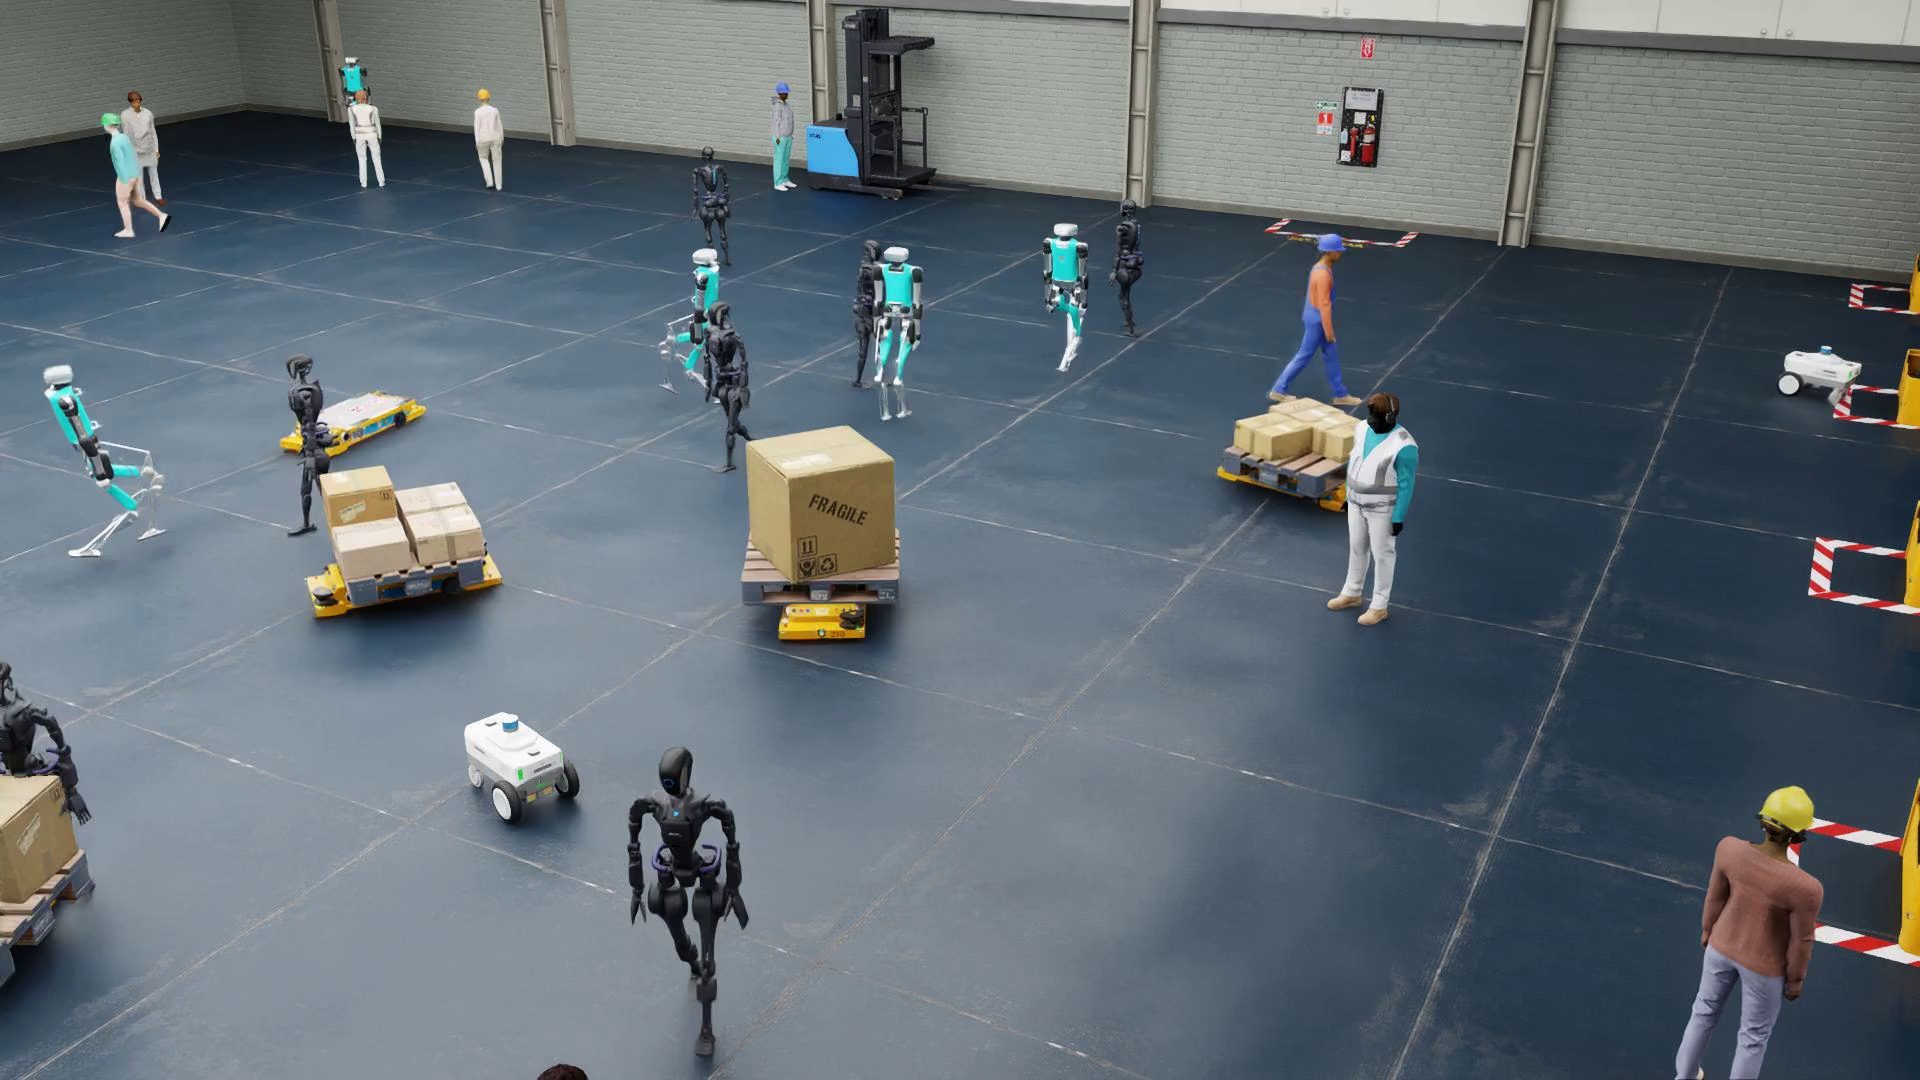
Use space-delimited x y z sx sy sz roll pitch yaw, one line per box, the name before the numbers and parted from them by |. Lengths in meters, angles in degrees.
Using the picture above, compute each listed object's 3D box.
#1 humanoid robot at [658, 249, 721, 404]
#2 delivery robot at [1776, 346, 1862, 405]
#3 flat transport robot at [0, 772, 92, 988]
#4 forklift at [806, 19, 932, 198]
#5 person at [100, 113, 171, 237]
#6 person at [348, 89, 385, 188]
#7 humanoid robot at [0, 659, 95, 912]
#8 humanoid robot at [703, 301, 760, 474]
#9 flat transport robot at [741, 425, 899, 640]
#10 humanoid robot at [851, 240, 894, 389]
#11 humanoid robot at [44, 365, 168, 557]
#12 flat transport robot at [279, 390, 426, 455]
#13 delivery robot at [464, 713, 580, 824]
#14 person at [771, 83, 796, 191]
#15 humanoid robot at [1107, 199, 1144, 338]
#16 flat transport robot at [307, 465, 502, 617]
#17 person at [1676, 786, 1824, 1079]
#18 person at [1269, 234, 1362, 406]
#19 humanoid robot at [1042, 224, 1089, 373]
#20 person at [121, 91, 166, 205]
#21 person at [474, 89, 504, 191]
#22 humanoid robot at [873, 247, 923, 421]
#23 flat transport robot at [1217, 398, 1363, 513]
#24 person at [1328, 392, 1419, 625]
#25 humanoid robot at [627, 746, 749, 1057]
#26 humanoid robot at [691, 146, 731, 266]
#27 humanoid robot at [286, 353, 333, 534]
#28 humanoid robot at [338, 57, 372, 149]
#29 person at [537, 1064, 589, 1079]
humanoid robot | -2.931 -2.213 17.532 1.050 1.759 0.573 4 24 10
delivery robot | 9.277 -1.795 18.003 0.784 0.613 0.523 20 30 39
flat transport robot | -5.522 2.219 8.997 0.659 0.231 1.431 1 23 2
forklift | -1.573 -7.292 27.850 1.873 2.768 1.129 12 26 25
person | -12.379 -5.450 24.858 0.738 1.842 0.562 -1 23 -1
person | -10.118 -6.843 28.371 0.508 1.630 0.316 -6 24 -13
humanoid robot | -5.140 1.372 9.204 0.610 1.650 0.354 0 23 0
humanoid robot | -2.169 -1.499 15.932 0.600 1.628 0.743 17 28 34
flat transport robot | -1.086 0.400 13.232 0.659 0.231 1.431 -1 23 -2
humanoid robot | -0.998 -2.460 18.122 0.413 1.640 0.586 12 26 26
humanoid robot | -7.024 -0.658 13.852 1.023 1.722 0.540 -17 28 -33
flat transport robot | -6.177 -1.203 16.963 0.659 0.231 1.431 9 25 20
delivery robot | -2.813 1.398 10.542 0.499 0.592 0.774 -21 31 -40
person | -2.996 -6.835 28.166 0.356 1.776 0.543 8 24 18
humanoid robot | 2.017 -3.269 19.996 0.416 1.645 0.590 14 27 30
flat transport robot | -4.485 0.311 13.439 1.431 0.231 0.659 -11 26 -24
person | 3.707 1.934 7.777 0.347 1.758 0.520 -15 28 -32
person | 3.775 -2.304 17.511 0.975 1.863 0.539 5 24 12
humanoid robot | 1.247 -2.721 18.625 0.538 1.731 0.973 11 26 24
person | -13.216 -6.316 26.894 0.501 1.830 0.367 -16 28 -33
person | -7.960 -6.764 28.109 0.519 1.682 0.461 -13 26 -27
humanoid robot | -0.701 -2.070 17.106 0.537 1.757 0.806 6 24 13
flat transport robot | 3.186 -0.588 15.531 1.431 0.231 0.659 20 30 39
person | 3.171 -0.252 12.758 0.431 1.845 0.622 -13 26 -27
humanoid robot | -1.375 1.750 8.354 0.613 1.625 0.775 1 23 2
humanoid robot | -3.459 -4.636 23.154 0.599 1.657 0.315 -16 28 -32
humanoid robot | -5.576 -0.792 14.262 0.606 1.646 0.593 -11 26 -24
humanoid robot | -11.468 -8.414 31.957 0.530 1.781 1.023 0 23 1
person | -1.347 2.641 5.926 0.393 1.919 0.589 15 27 31
